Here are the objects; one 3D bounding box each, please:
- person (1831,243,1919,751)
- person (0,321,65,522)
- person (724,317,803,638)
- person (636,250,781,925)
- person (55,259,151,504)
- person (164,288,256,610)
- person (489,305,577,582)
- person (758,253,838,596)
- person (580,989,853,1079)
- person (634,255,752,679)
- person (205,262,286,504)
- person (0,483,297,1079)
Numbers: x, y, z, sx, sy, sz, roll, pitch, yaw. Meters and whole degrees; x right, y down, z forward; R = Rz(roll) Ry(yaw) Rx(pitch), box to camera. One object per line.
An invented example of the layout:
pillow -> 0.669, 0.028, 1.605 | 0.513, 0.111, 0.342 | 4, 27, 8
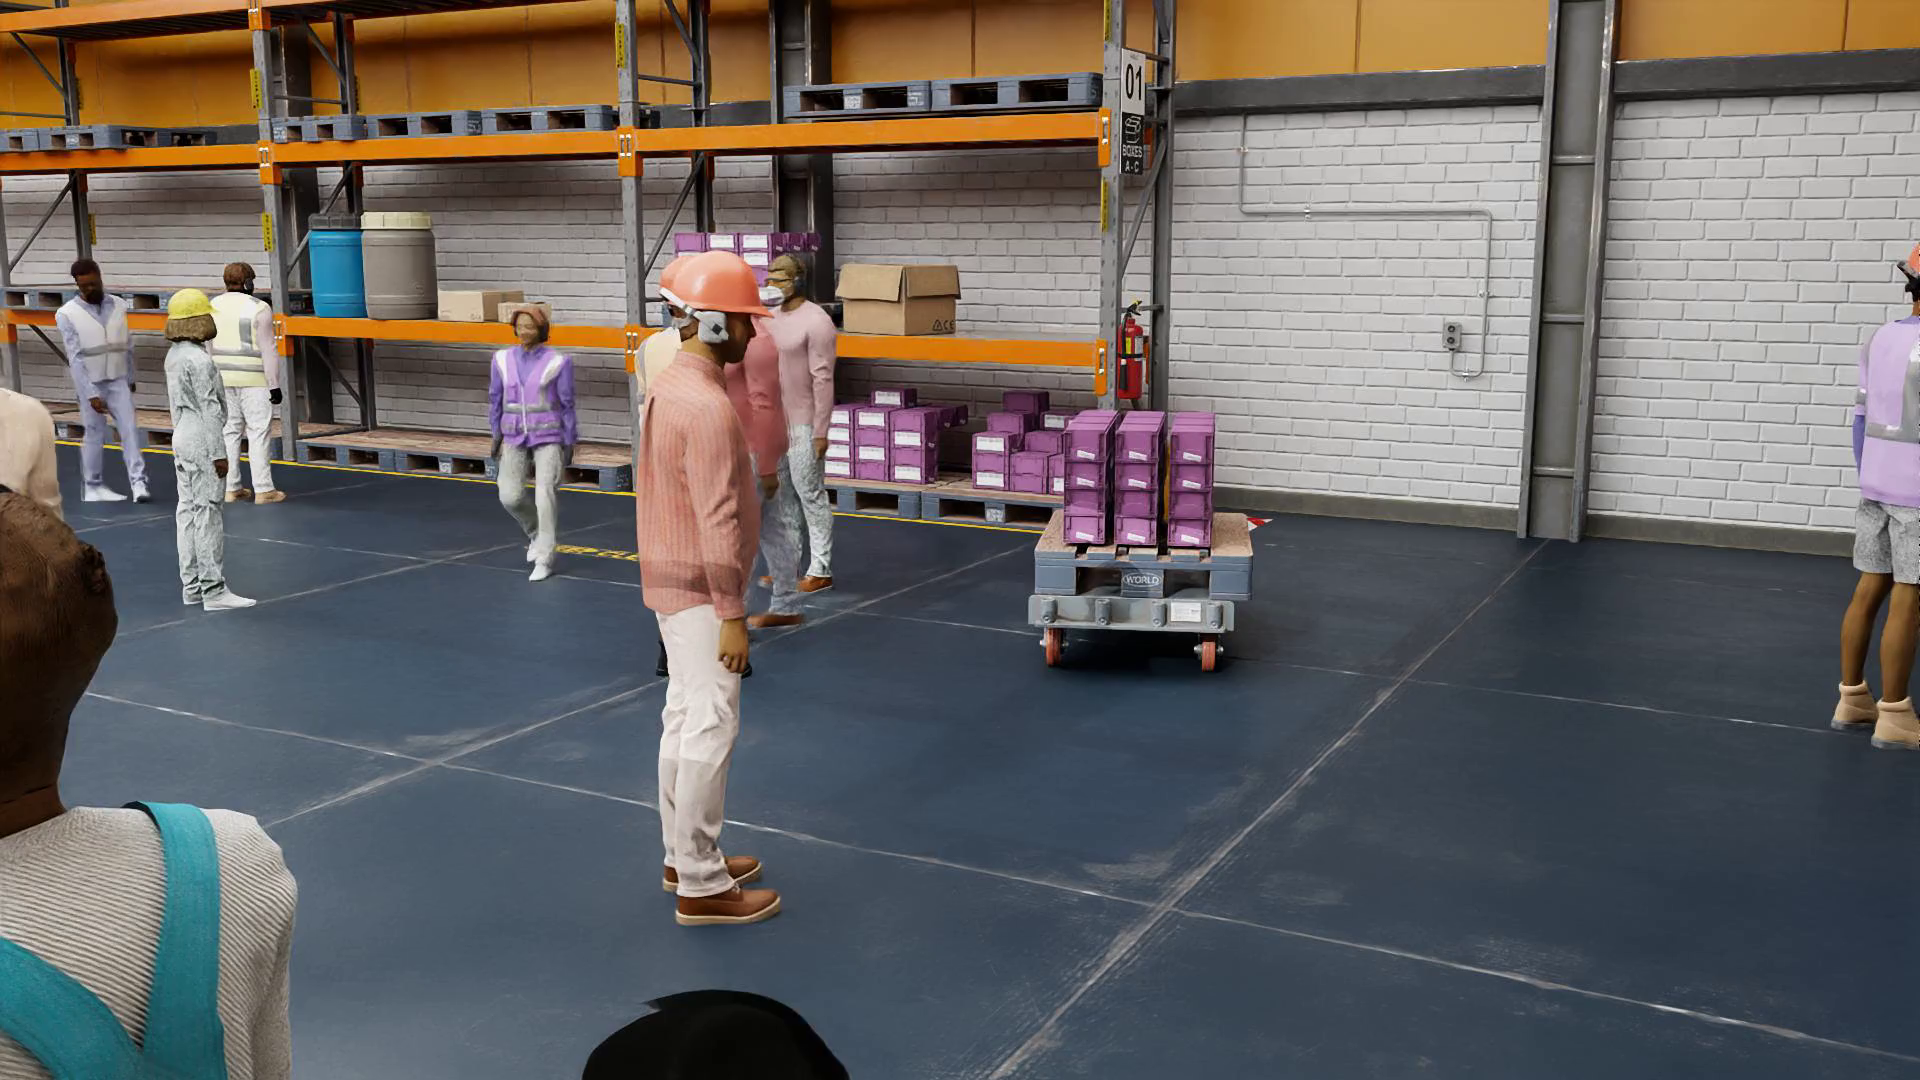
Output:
person -> 3.797, -0.190, 6.618 | 0.394, 2.040, 0.610 | 0, 10, -2
person -> -2.795, 0.218, 4.560 | 0.668, 1.974, 0.625 | 6, 12, 30
person -> -1.059, -0.414, 8.271 | 0.675, 1.897, 0.642 | -4, 11, -23
person -> -0.738, 0.150, 4.921 | 0.412, 1.982, 0.623 | -4, 11, -21
person -> -6.404, -1.168, 12.494 | 0.847, 1.852, 0.662 | 7, 12, 32
person -> -4.126, -0.490, 9.069 | 0.486, 1.746, 0.290 | 10, 14, 42
person -> -2.521, -0.583, 9.884 | 0.529, 1.625, 0.438 | 2, 10, 9
person -> -0.931, -0.651, 9.456 | 0.367, 1.931, 0.635 | -9, 13, -40
person -> -0.036, 0.912, 0.911 | 0.589, 1.920, 0.392 | 9, 14, 41
person -> -1.221, -0.313, 7.570 | 0.542, 1.938, 0.358 | 9, 14, 40
person -> -5.448, -1.195, 12.703 | 0.625, 1.837, 0.430 | 4, 11, 19
person -> -0.760, 0.858, 1.404 | 0.345, 1.847, 0.506 | 4, 11, 19
